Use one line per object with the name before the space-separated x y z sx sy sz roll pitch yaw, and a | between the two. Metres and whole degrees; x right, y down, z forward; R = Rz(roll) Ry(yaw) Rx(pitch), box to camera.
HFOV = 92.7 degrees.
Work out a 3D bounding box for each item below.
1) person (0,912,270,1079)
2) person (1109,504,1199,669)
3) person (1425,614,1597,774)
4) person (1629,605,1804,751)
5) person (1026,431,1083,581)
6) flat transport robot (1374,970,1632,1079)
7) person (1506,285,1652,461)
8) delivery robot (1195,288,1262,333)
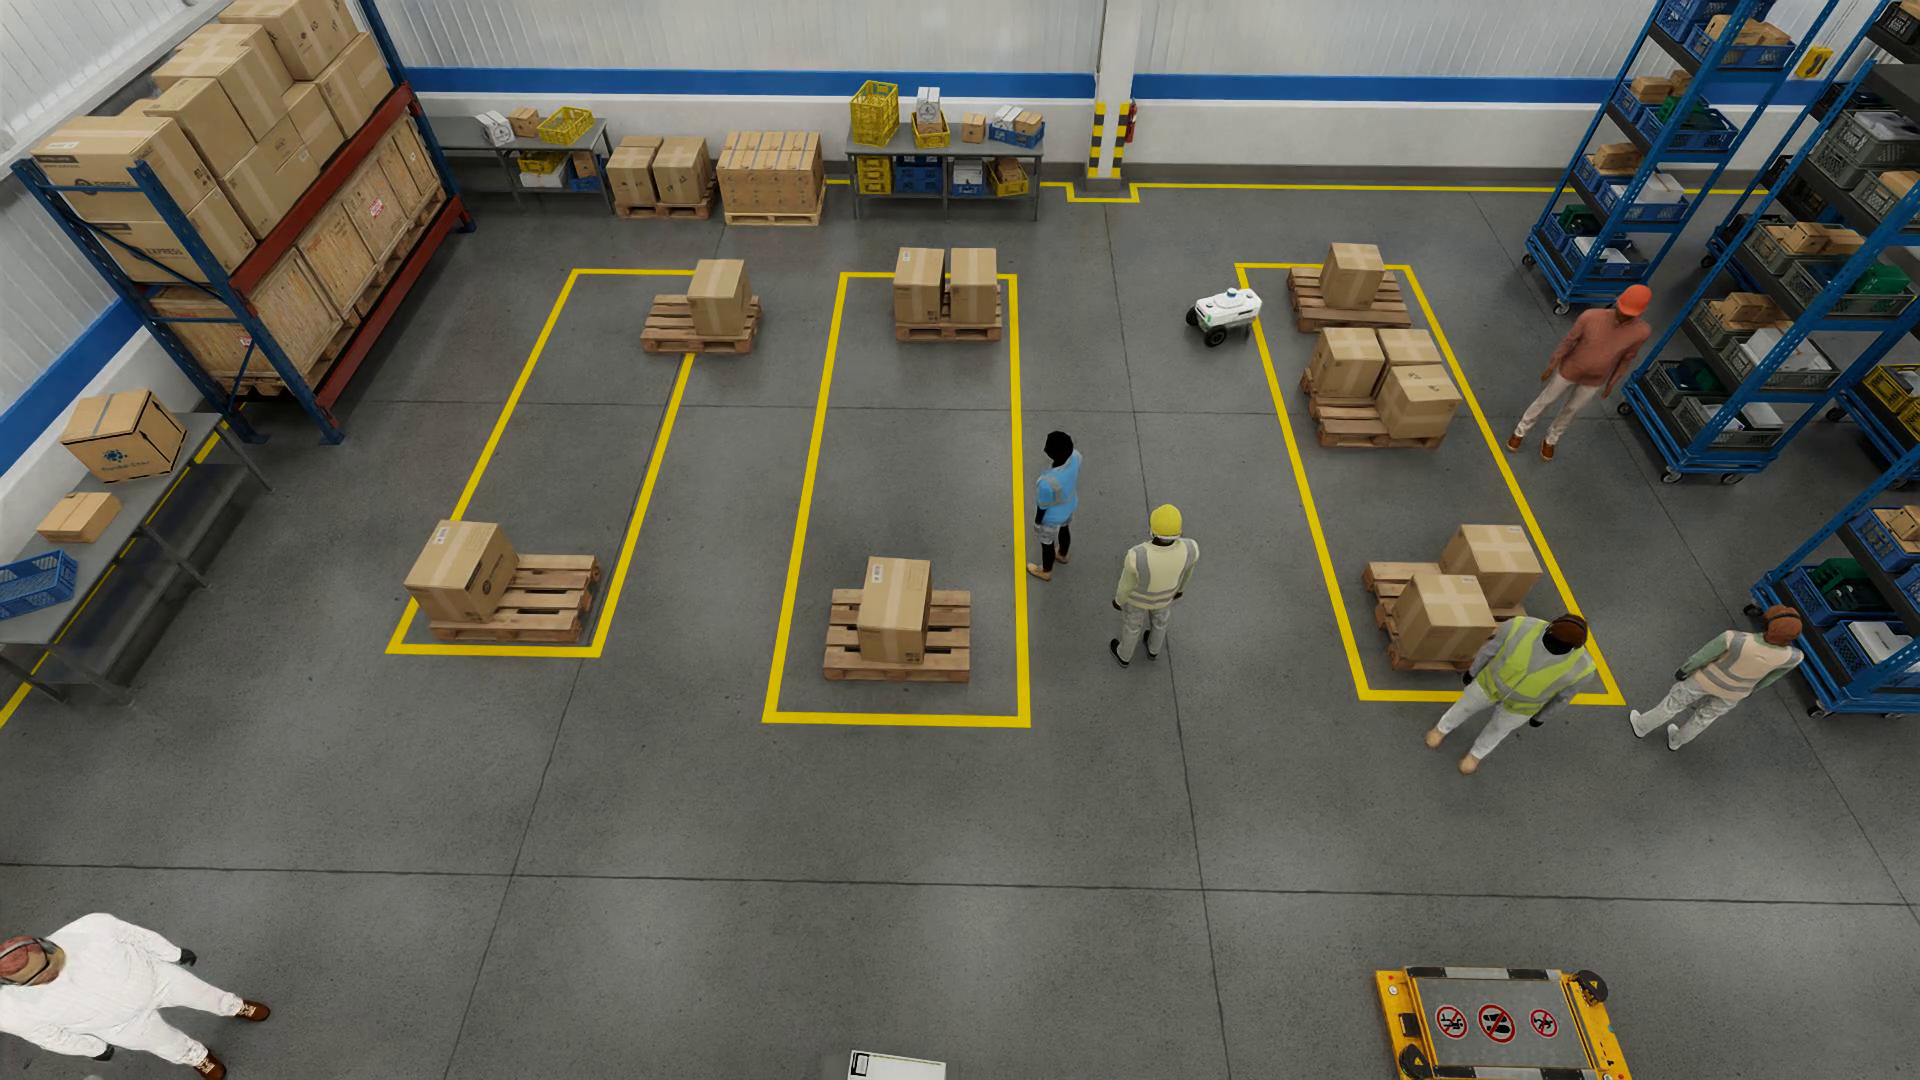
person | -4.747 2.645 5.266 0.401 1.904 0.651 15 52 12
person | 1.480 0.382 7.156 0.600 1.829 0.404 -11 52 -9
person | 3.952 1.090 6.582 0.429 1.838 0.628 -37 60 -26
person | 5.574 1.045 6.745 0.514 1.634 0.313 19 53 15
person | 0.805 -0.273 7.782 0.319 1.694 0.535 31 57 23
flat transport robot | 3.501 3.133 5.914 1.431 0.197 0.652 1 51 1
person | 5.867 -1.561 8.638 0.622 1.989 0.399 20 54 16
delivery robot | 3.027 -2.622 10.365 0.707 0.478 0.477 -16 53 -13
